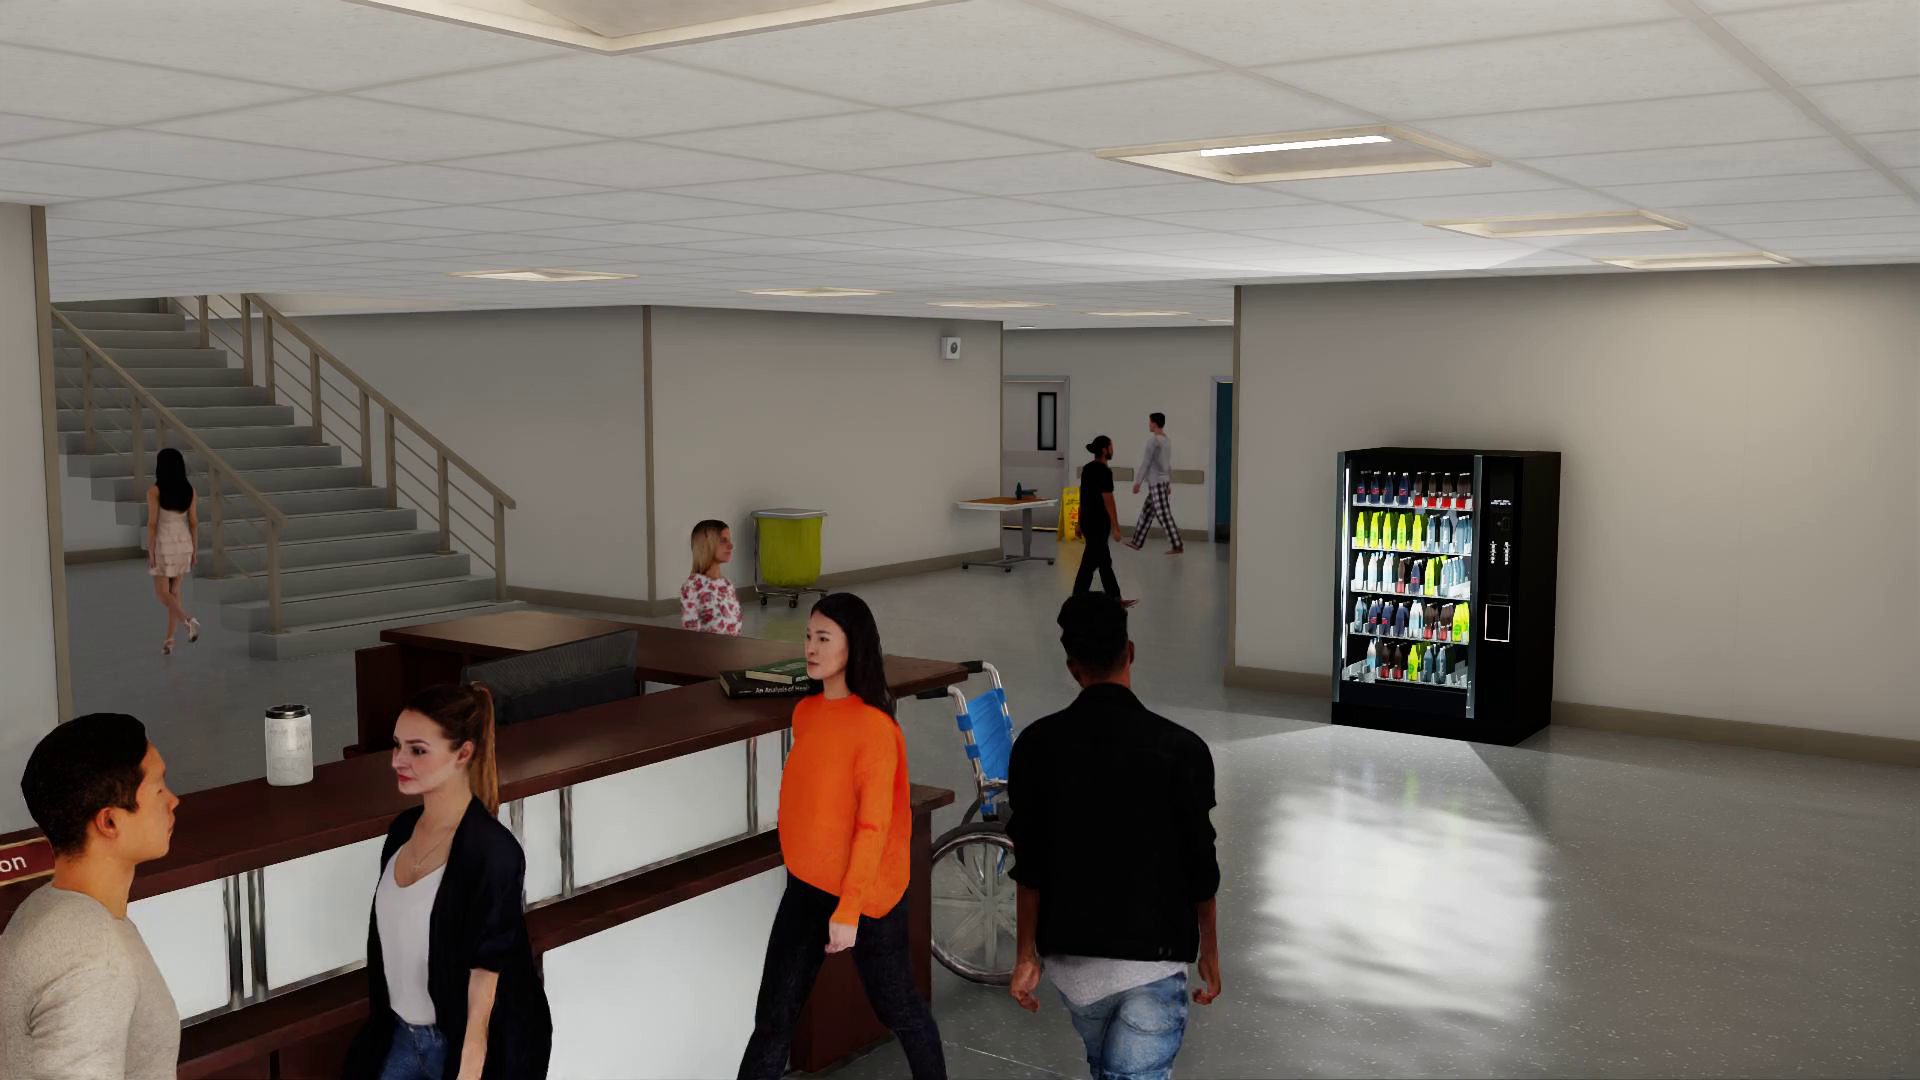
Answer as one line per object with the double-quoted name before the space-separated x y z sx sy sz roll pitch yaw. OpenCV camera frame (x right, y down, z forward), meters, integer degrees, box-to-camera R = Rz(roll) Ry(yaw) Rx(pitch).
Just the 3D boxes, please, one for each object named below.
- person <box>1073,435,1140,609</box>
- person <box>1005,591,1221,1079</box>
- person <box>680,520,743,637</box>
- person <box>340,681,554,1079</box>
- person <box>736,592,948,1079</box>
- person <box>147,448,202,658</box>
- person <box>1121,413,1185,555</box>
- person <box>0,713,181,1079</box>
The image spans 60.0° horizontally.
"person" 1.222 -0.109 15.897 1.072 1.729 1.060 -2 6 -17
"person" 0.356 1.057 4.149 1.158 1.760 0.863 3 7 29
"person" -1.308 0.716 8.271 1.037 1.614 0.624 3 7 29
"person" -1.057 1.142 3.757 0.615 1.670 0.657 4 7 35
"person" -0.245 1.029 4.721 0.870 1.701 1.135 -5 8 -42
"person" -6.421 0.123 13.651 0.834 1.718 0.603 5 7 39
"person" 2.597 -0.679 21.208 1.158 1.799 0.679 3 7 31
"person" -1.492 1.189 2.661 0.798 1.797 0.662 -5 8 -41
